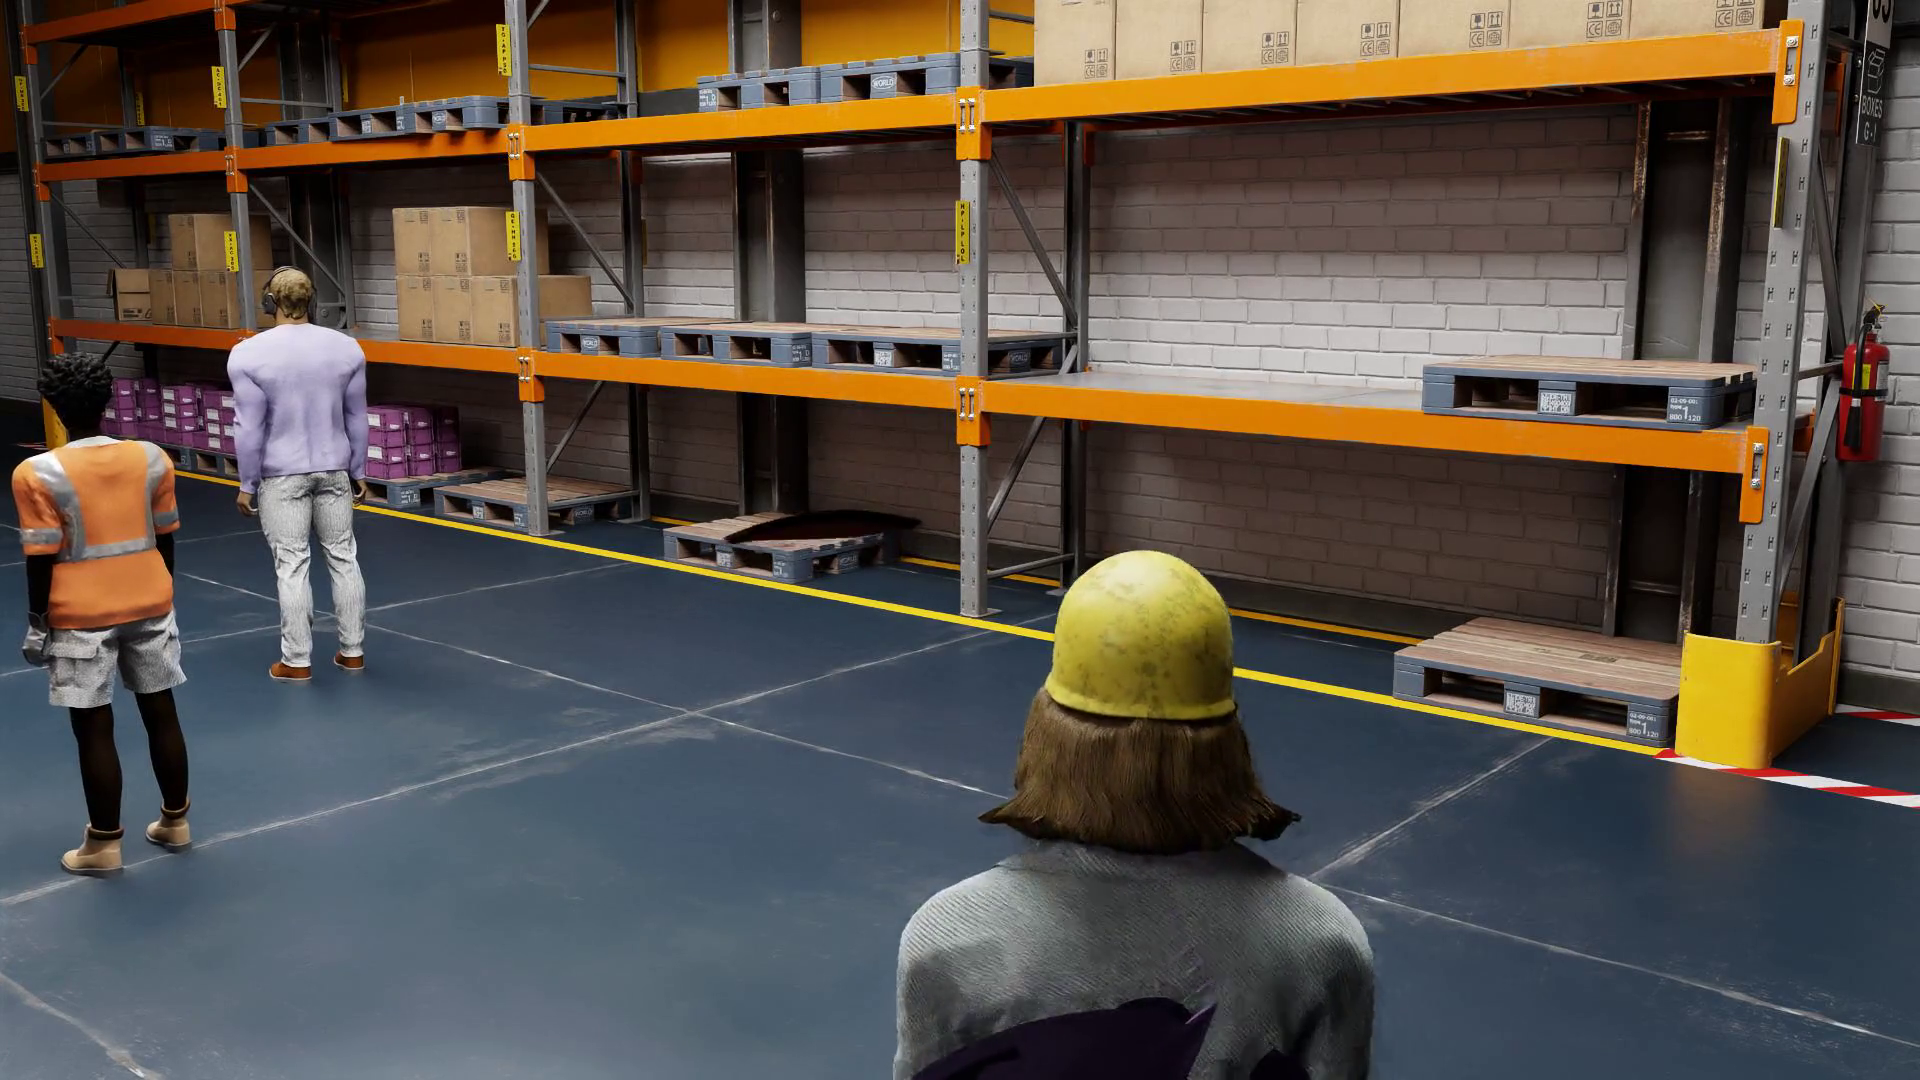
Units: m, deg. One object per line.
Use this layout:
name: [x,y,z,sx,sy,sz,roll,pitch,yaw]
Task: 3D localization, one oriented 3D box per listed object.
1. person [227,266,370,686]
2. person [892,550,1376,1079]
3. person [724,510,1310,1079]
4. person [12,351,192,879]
person: [-3.051,-0.292,7.732,0.627,1.941,0.371,-9,13,-42]
person: [0.158,0.855,1.851,0.491,1.716,0.768,-1,10,-7]
person: [-0.038,0.841,0.986,0.605,2.043,0.376,-5,11,-26]
person: [-2.764,0.242,5.382,0.321,1.696,0.530,6,12,32]
